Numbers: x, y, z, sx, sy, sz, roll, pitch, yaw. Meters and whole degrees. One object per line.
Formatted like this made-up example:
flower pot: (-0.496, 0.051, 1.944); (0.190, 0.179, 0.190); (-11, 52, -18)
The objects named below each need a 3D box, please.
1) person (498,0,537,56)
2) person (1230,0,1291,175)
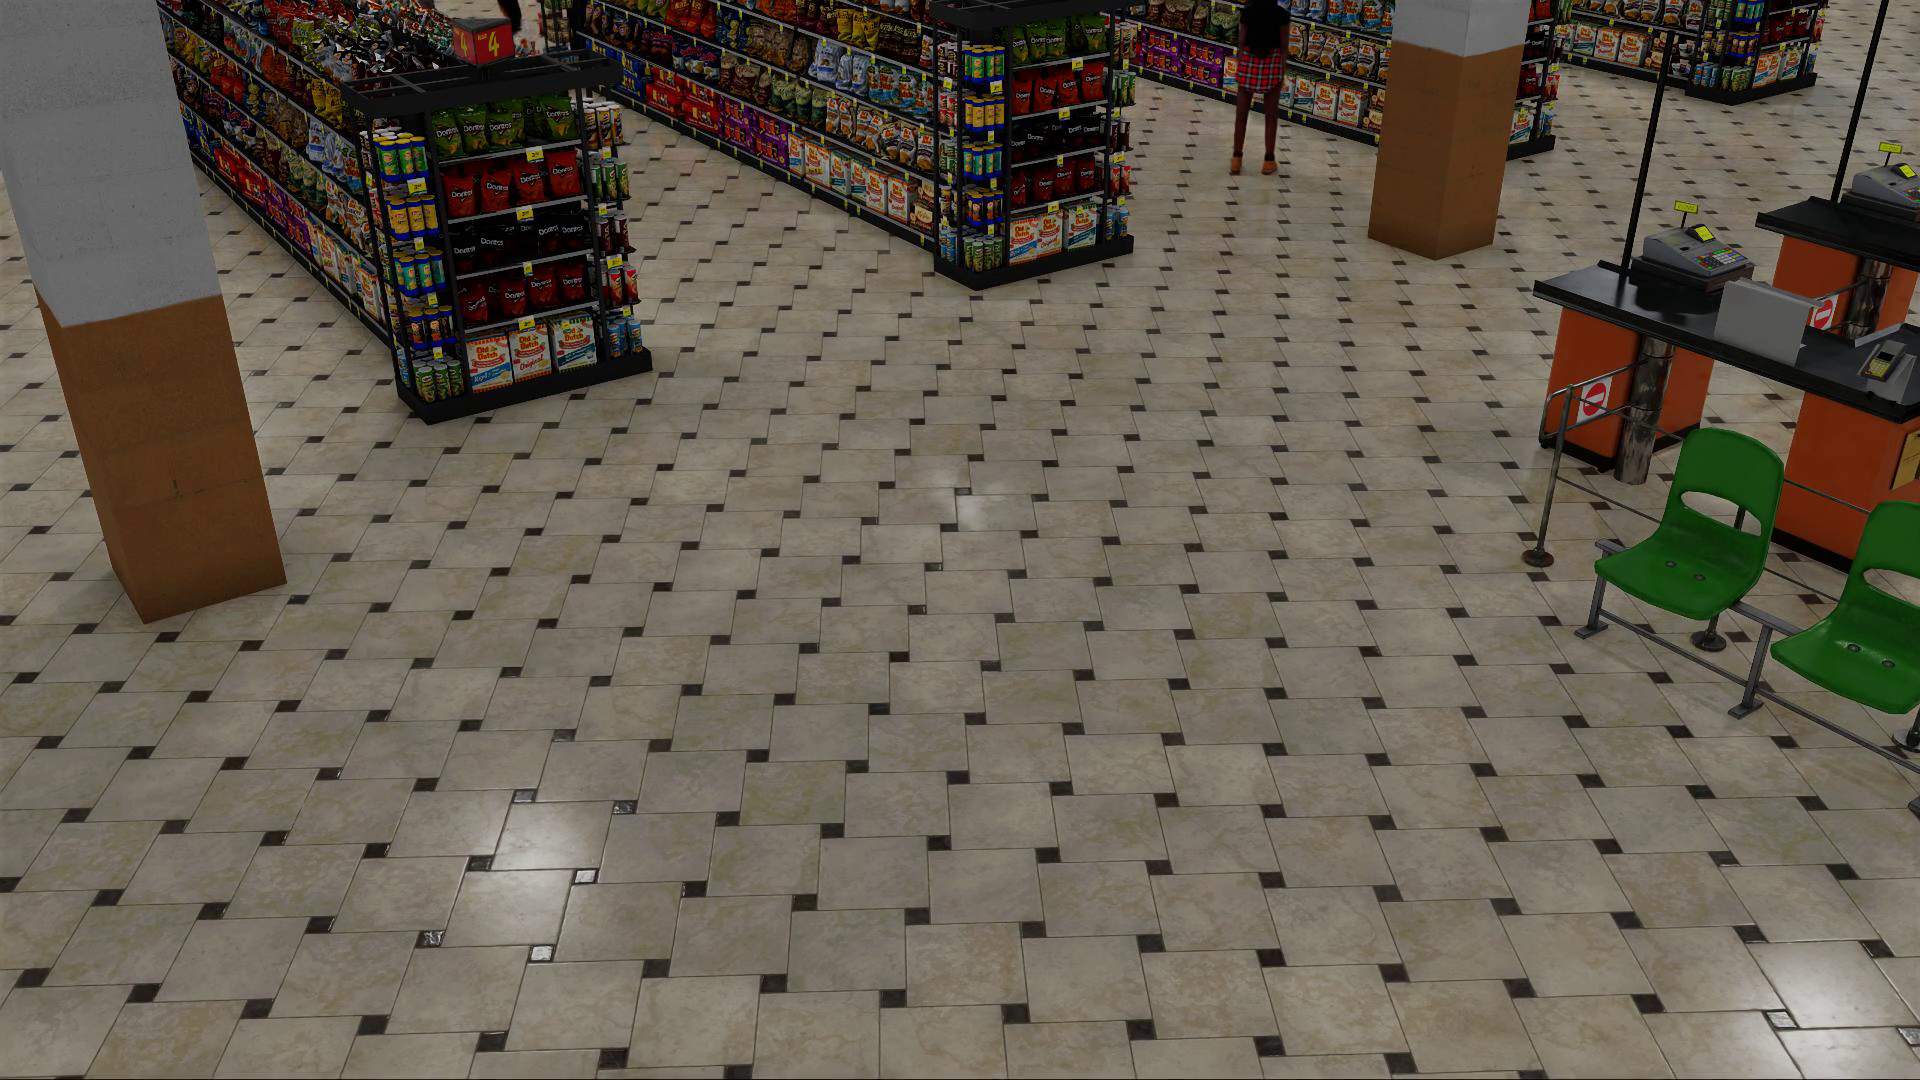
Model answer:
person: (-3.791, -3.924, 14.441); (0.617, 1.614, 0.951); (-22, 35, -34)
person: (2.648, -4.107, 14.662); (0.700, 1.723, 0.771); (8, 30, 14)
